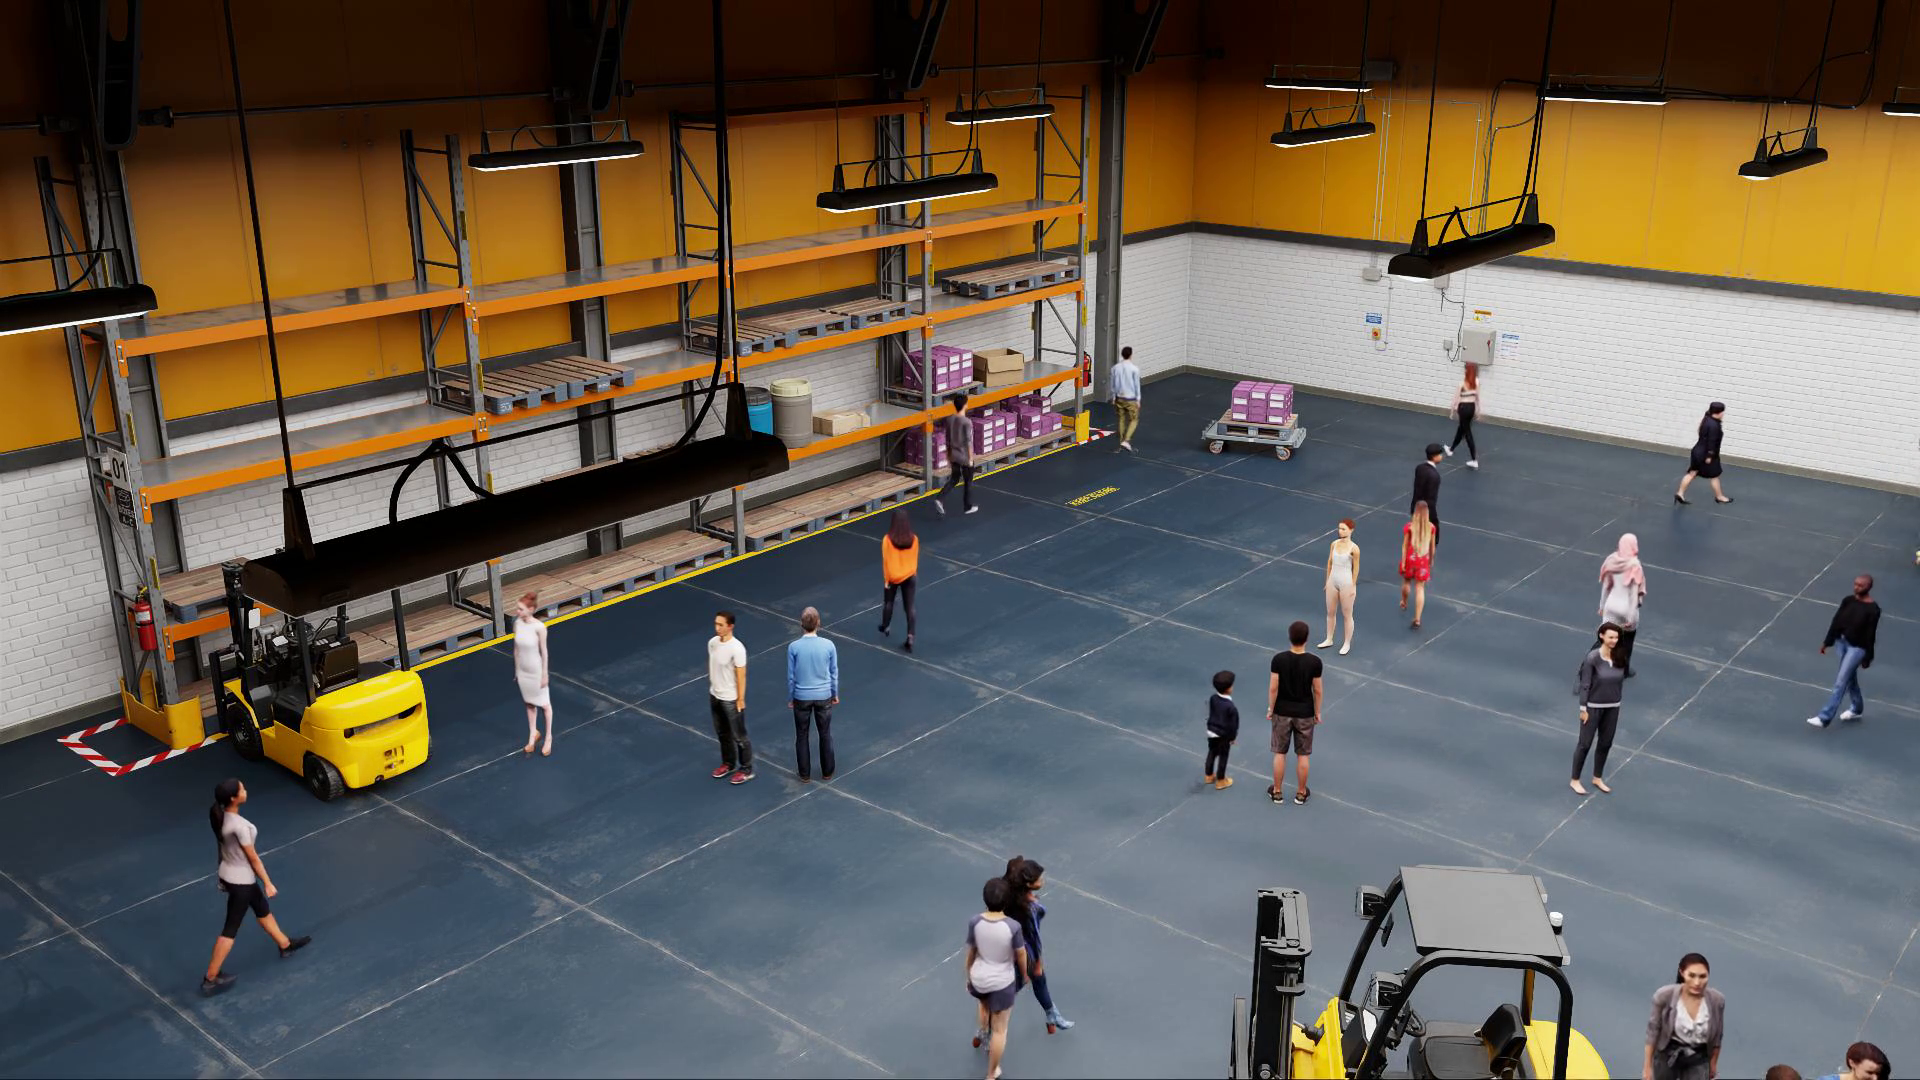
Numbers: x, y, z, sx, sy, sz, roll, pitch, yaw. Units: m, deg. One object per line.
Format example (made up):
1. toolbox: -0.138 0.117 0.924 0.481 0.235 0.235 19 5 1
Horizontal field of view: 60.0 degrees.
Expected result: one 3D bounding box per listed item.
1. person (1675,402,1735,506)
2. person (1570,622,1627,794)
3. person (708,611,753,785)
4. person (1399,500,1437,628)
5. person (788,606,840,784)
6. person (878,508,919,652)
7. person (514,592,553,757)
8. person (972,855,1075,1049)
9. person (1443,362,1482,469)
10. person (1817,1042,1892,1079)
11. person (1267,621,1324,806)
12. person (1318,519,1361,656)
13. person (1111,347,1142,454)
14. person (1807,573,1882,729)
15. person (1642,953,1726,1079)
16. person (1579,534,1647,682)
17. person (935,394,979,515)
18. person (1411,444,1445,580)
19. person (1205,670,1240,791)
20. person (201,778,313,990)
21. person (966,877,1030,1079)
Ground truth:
1. person: 11.154 -1.257 25.087 1.149 1.615 1.168 1 19 4
2. person: 6.261 1.627 16.284 0.638 1.768 0.739 -5 19 -15
3. person: -2.294 1.531 16.514 0.614 1.803 0.527 15 24 38
4. person: 5.645 0.325 20.500 0.991 1.544 1.155 1 19 4
5. person: -1.463 1.524 16.509 0.725 1.819 0.806 -3 19 -9
6. person: -0.667 0.495 19.718 1.010 1.722 0.959 -8 20 -22
7. person: -4.357 1.365 17.025 0.605 1.792 0.556 9 21 26
8. person: 0.391 3.086 12.250 1.143 1.577 0.981 -6 20 -18
9. person: 8.334 -2.009 27.206 1.198 1.688 1.085 -6 20 -18
10. person: 5.223 3.747 10.015 1.134 1.751 1.171 -2 19 -7
11. person: 3.214 1.664 16.033 0.773 1.858 0.774 3 19 9
12. person: 4.530 0.531 19.732 0.553 1.644 0.479 16 25 40
13. person: 2.792 -2.353 28.041 0.750 1.807 0.822 10 21 28
14. person: 9.554 1.168 17.743 1.163 1.706 0.967 -6 20 -18
15. person: 4.782 3.441 11.086 0.903 1.647 1.063 4 19 12
16. person: 7.343 0.821 18.669 1.232 1.772 0.859 -12 22 -32
17. person: -0.044 -1.226 24.655 0.708 1.832 1.006 17 25 41
18. person: 6.073 -0.365 22.051 0.874 1.862 0.842 -5 19 -13
19. person: 2.564 1.868 16.425 0.543 1.221 0.546 -13 22 -33
20. person: -5.759 2.737 13.095 1.168 1.700 0.700 -17 25 -41
21. person: 0.221 3.195 11.983 0.715 1.541 0.876 8 20 22
